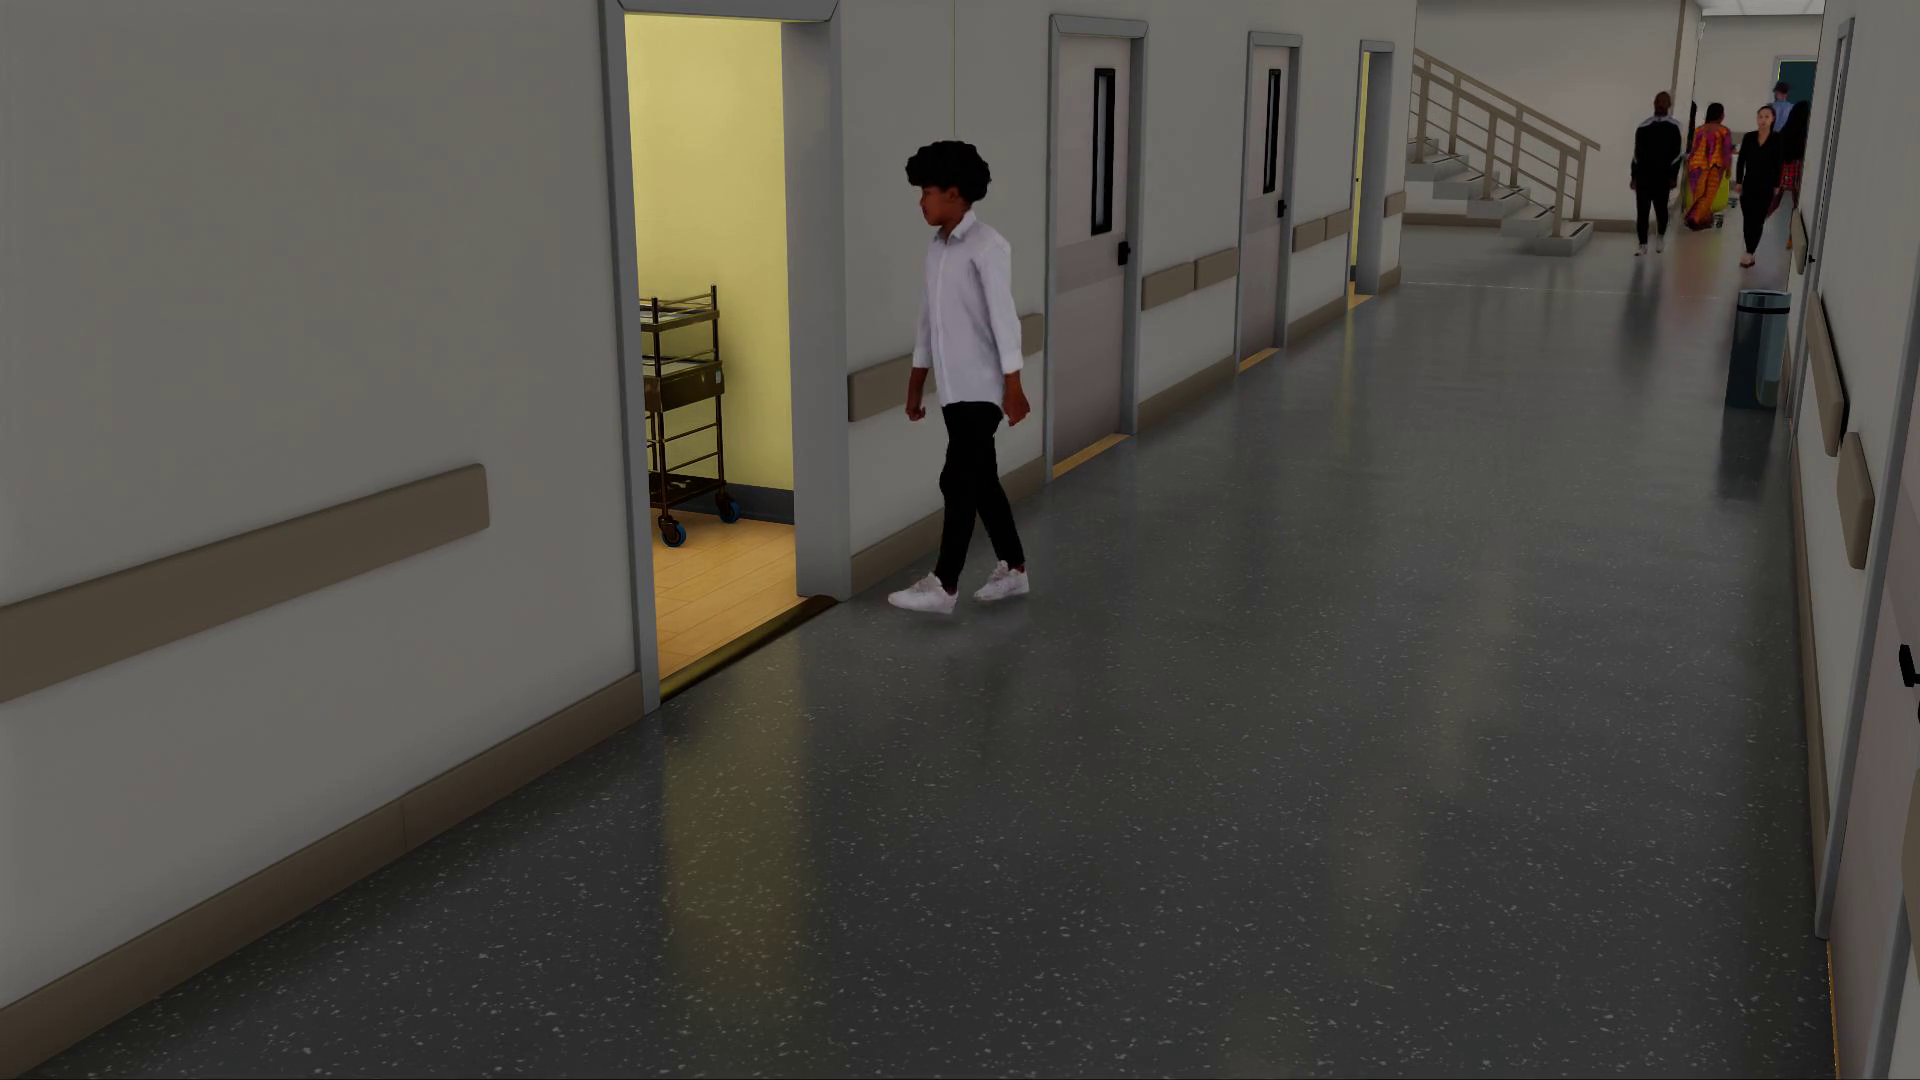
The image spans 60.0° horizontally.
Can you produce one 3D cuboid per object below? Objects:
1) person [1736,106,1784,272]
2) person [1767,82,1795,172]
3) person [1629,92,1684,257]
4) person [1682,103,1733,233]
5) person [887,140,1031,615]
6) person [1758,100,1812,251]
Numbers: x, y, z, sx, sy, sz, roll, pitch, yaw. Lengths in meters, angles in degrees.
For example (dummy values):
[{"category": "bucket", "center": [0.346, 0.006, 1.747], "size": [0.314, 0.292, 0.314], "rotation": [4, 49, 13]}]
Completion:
[{"category": "person", "center": [8.311, -3.624, 17.337], "size": [1.032, 1.651, 0.739], "rotation": [10, 18, 30]}, {"category": "person", "center": [12.558, -6.060, 25.576], "size": [0.911, 1.870, 0.897], "rotation": [1, 16, 5]}, {"category": "person", "center": [7.955, -4.183, 19.010], "size": [0.688, 1.820, 0.773], "rotation": [10, 19, 32]}, {"category": "person", "center": [9.634, -4.798, 21.519], "size": [1.059, 1.641, 1.180], "rotation": [-11, 19, -35]}, {"category": "person", "center": [0.112, -0.616, 6.435], "size": [1.001, 1.777, 0.993], "rotation": [-11, 19, -34]}, {"category": "person", "center": [9.557, -4.191, 19.254], "size": [0.996, 1.702, 1.077], "rotation": [-10, 19, -33]}]
